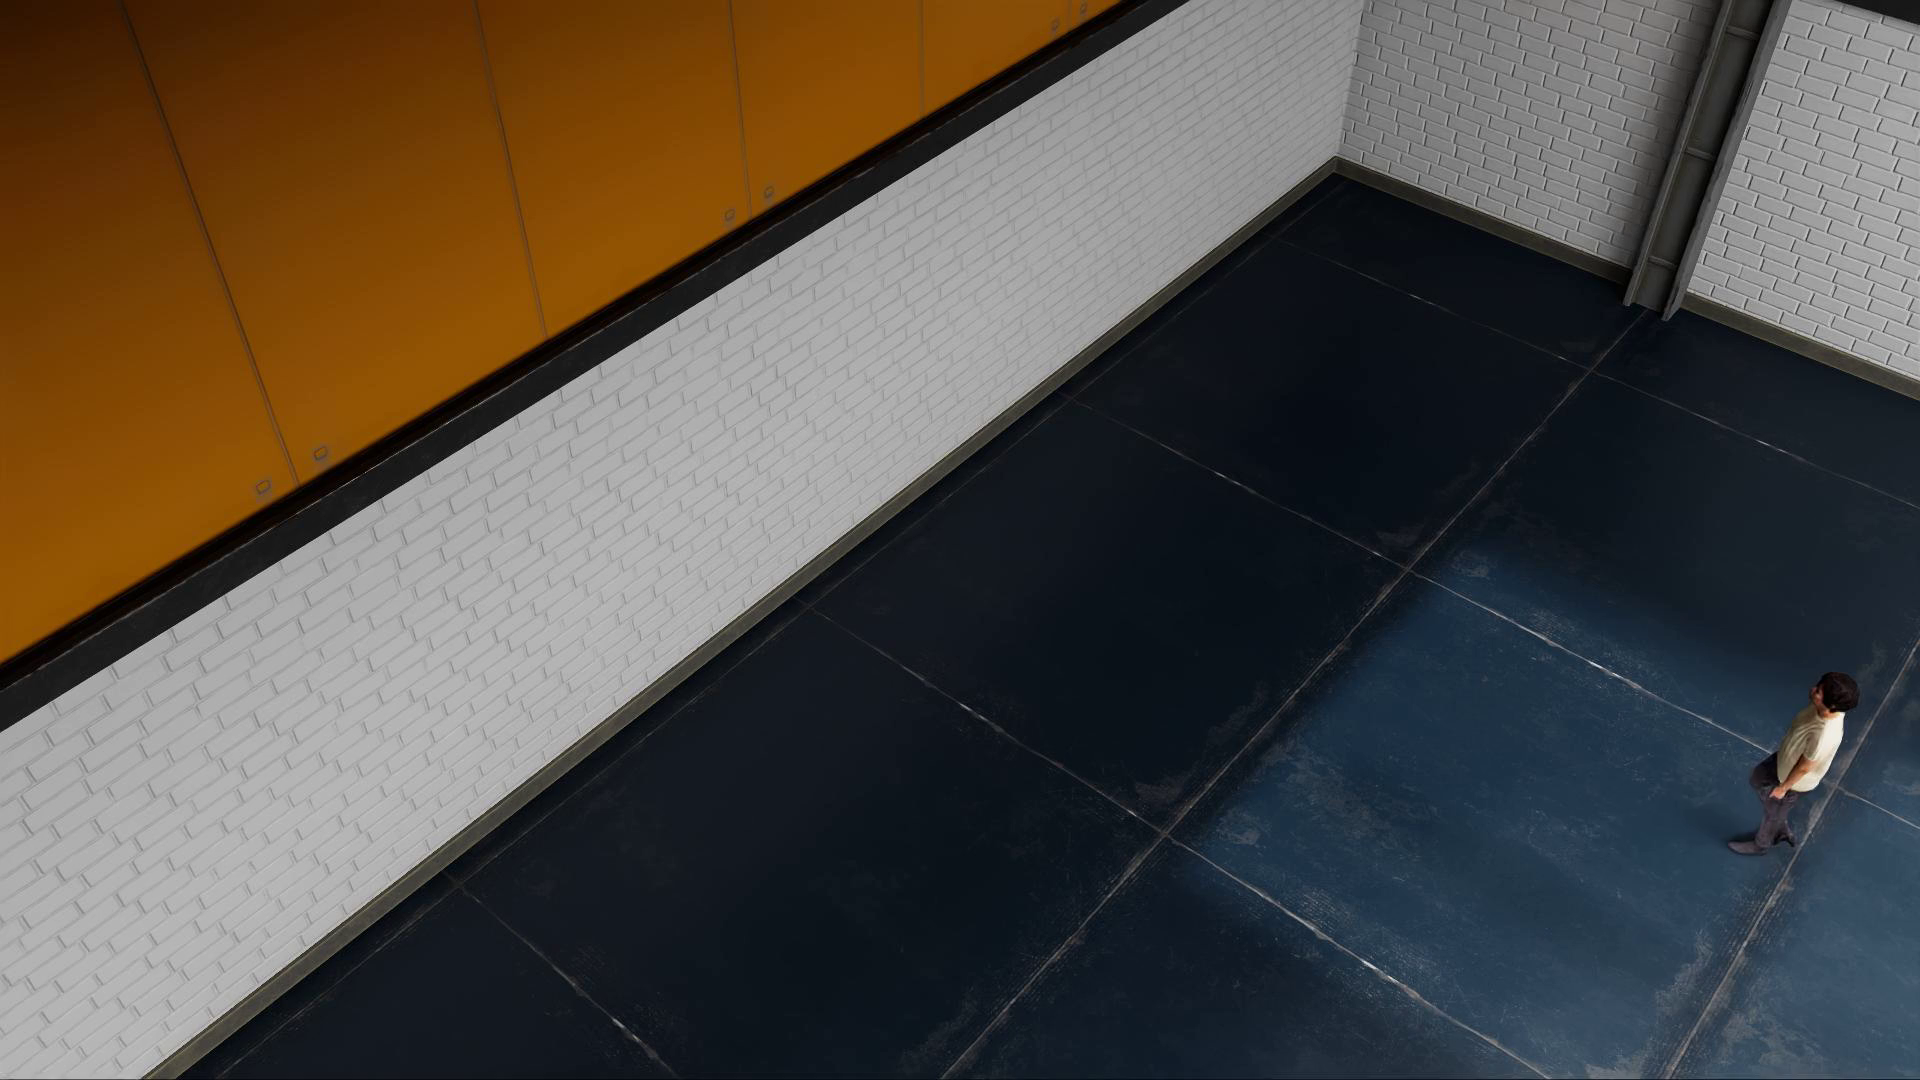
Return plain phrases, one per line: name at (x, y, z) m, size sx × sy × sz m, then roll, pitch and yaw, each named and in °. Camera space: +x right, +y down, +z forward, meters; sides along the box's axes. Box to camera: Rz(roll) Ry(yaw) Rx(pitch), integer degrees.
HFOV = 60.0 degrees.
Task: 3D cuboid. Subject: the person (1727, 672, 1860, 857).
person at (4.823, 1.335, 9.471) m, size 0.689 × 1.578 × 0.672 m, roll 19°, pitch 47°, yaw 19°
